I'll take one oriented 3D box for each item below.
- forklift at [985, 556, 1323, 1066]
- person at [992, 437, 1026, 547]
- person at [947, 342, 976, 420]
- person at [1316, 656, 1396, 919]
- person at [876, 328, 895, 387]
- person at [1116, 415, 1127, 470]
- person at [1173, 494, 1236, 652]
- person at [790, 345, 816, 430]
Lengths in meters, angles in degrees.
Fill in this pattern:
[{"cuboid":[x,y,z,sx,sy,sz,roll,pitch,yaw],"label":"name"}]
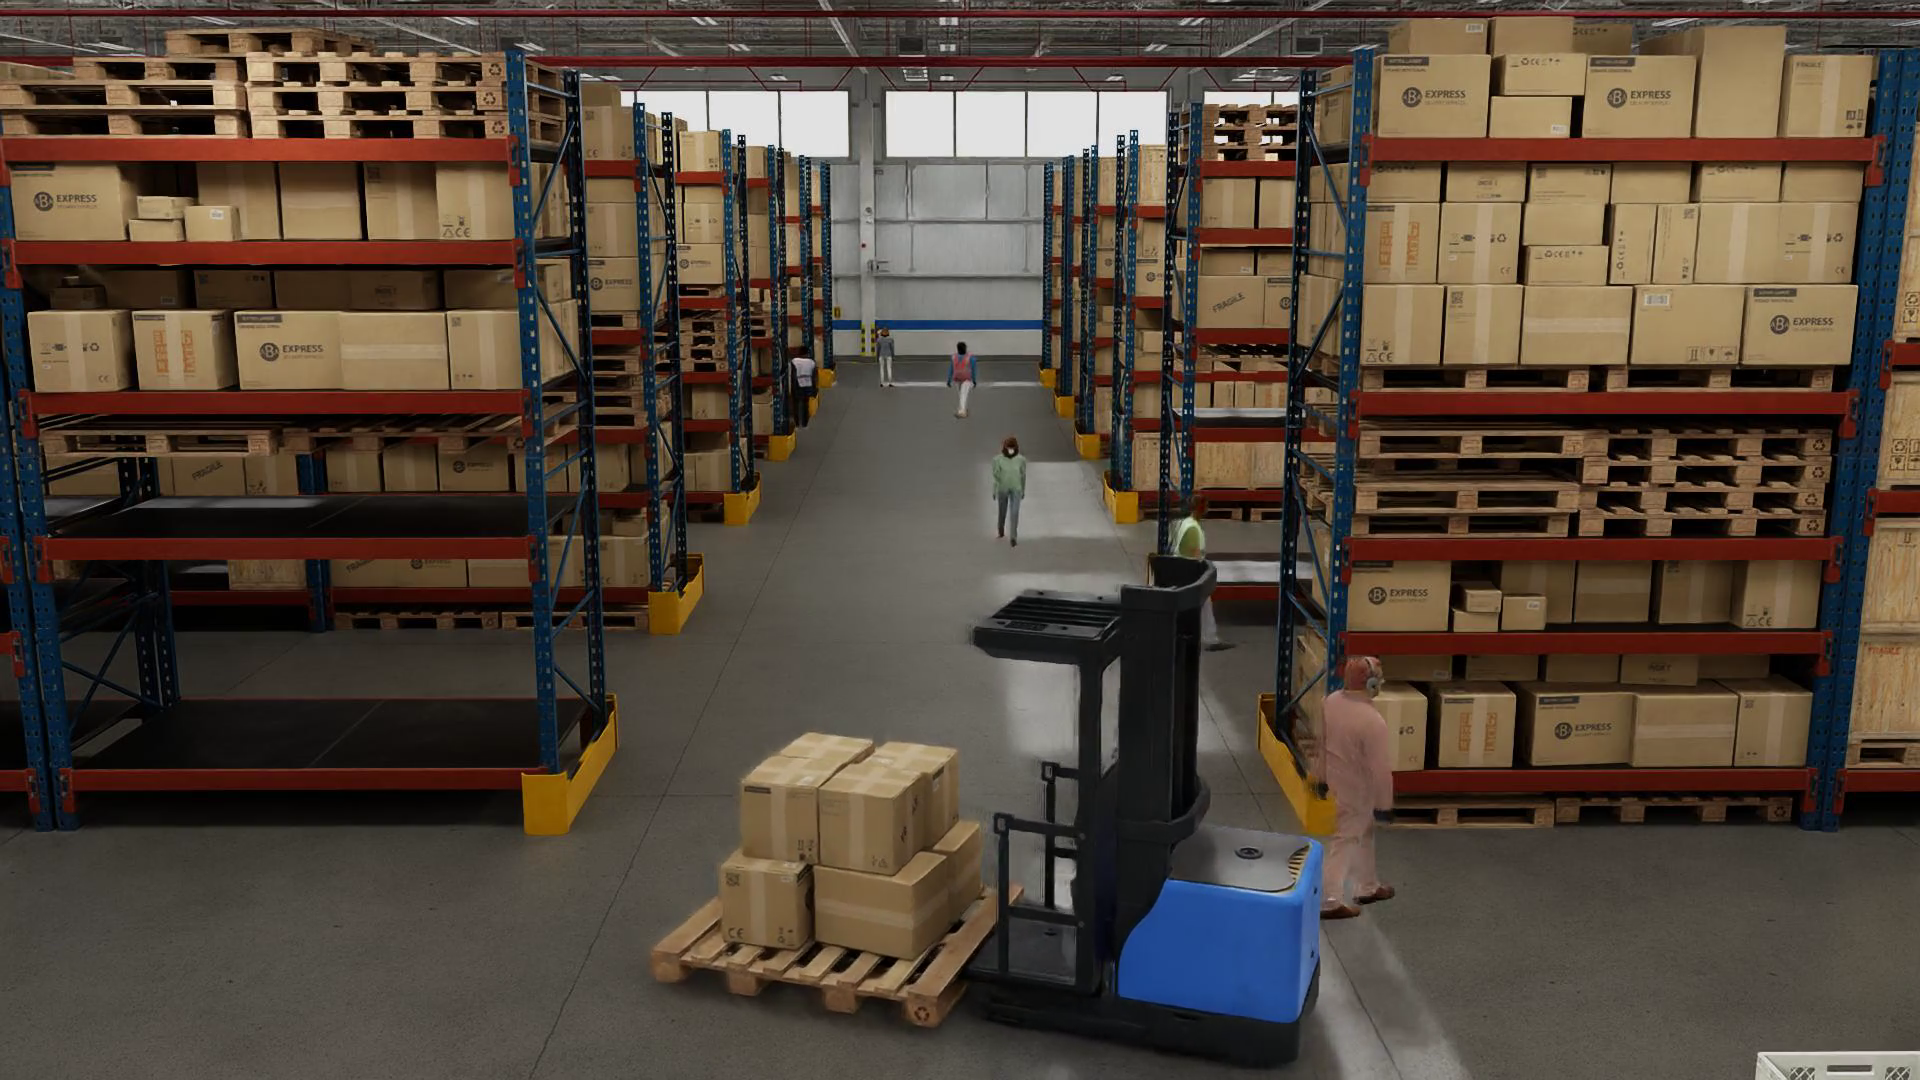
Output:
[{"cuboid":[1.223,1.541,10.062,1.873,2.768,1.129,4,12,19],"label":"forklift"},{"cuboid":[0.723,-0.745,24.525,0.507,1.610,0.629,-1,11,-6],"label":"person"},{"cuboid":[0.006,-3.712,38.800,0.657,1.790,0.956,6,13,28],"label":"person"},{"cuboid":[2.872,1.727,11.616,0.817,1.878,0.679,-3,12,-15],"label":"person"},{"cuboid":[-2.044,-5.002,45.597,0.509,1.631,0.271,0,11,2],"label":"person"},{"cuboid":[2.990,-1.705,29.020,0.751,1.724,0.535,-2,12,-12],"label":"person"},{"cuboid":[2.664,0.395,18.421,0.922,1.794,0.615,3,12,14],"label":"person"},{"cuboid":[-3.528,-3.388,37.013,0.751,1.868,0.397,-8,14,-35],"label":"person"}]
